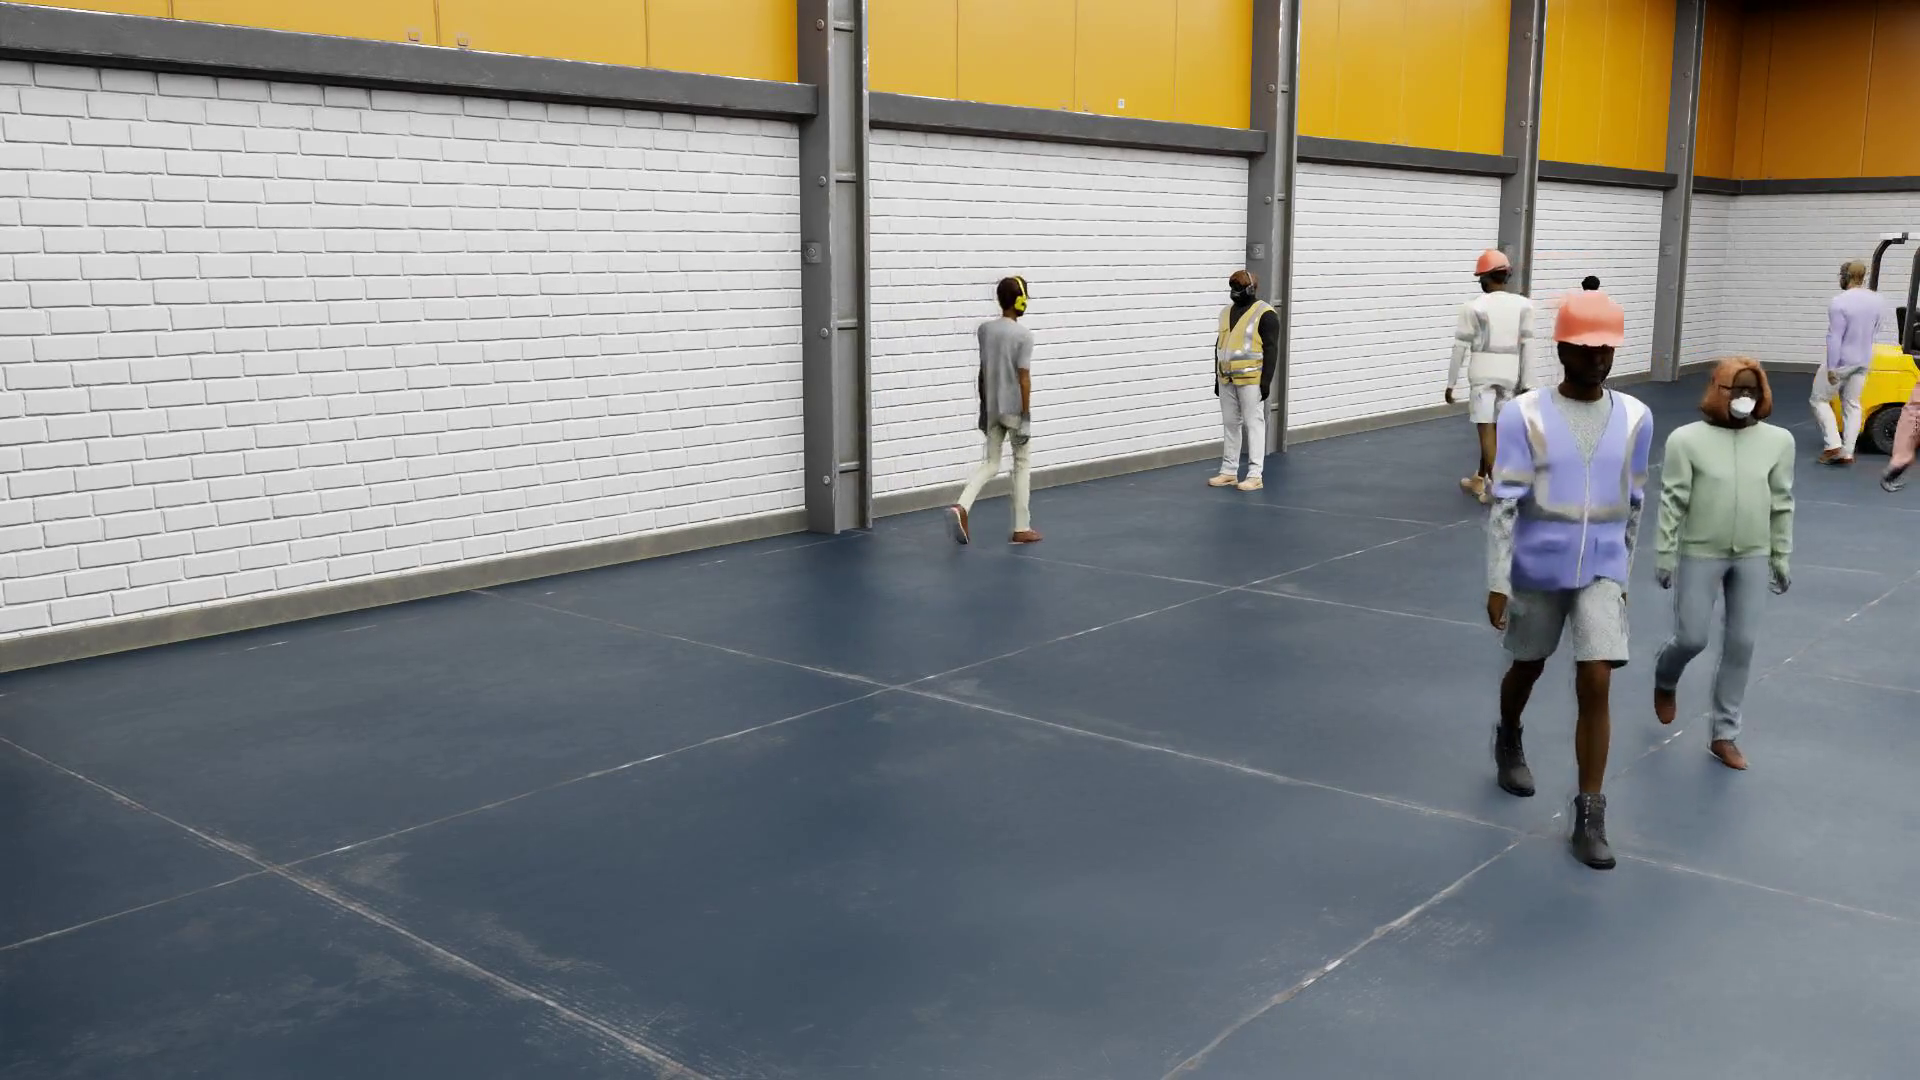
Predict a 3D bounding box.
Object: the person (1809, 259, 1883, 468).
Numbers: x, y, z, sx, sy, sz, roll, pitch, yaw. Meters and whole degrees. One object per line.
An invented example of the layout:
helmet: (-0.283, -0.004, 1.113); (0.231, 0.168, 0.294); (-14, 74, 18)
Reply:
person: (8.187, -1.625, 15.390); (0.638, 1.924, 0.434); (-3, 10, -18)

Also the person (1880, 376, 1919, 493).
person: (4.984, -0.332, 8.202); (0.959, 1.855, 0.664); (-8, 13, -38)

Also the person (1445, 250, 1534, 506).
person: (4.178, -1.288, 13.235); (0.632, 2.003, 0.863); (-2, 10, -12)

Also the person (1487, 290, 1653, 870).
person: (2.096, 0.079, 5.805); (0.555, 1.903, 0.990); (1, 10, 4)

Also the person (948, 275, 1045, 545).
person: (0.259, -0.859, 11.260); (0.515, 1.854, 0.747); (9, 13, 42)

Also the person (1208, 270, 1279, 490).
person: (2.369, -1.342, 14.013); (0.429, 1.842, 0.634); (-7, 12, -36)

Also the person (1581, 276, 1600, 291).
person: (7.743, -2.412, 20.544); (0.529, 1.690, 0.321); (2, 10, 12)

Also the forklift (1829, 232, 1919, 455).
forklift: (9.955, -1.972, 16.595); (2.313, 2.155, 1.214); (1, 10, 8)

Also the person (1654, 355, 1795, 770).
person: (3.026, 0.066, 6.625); (0.510, 1.615, 0.532); (1, 10, 4)
